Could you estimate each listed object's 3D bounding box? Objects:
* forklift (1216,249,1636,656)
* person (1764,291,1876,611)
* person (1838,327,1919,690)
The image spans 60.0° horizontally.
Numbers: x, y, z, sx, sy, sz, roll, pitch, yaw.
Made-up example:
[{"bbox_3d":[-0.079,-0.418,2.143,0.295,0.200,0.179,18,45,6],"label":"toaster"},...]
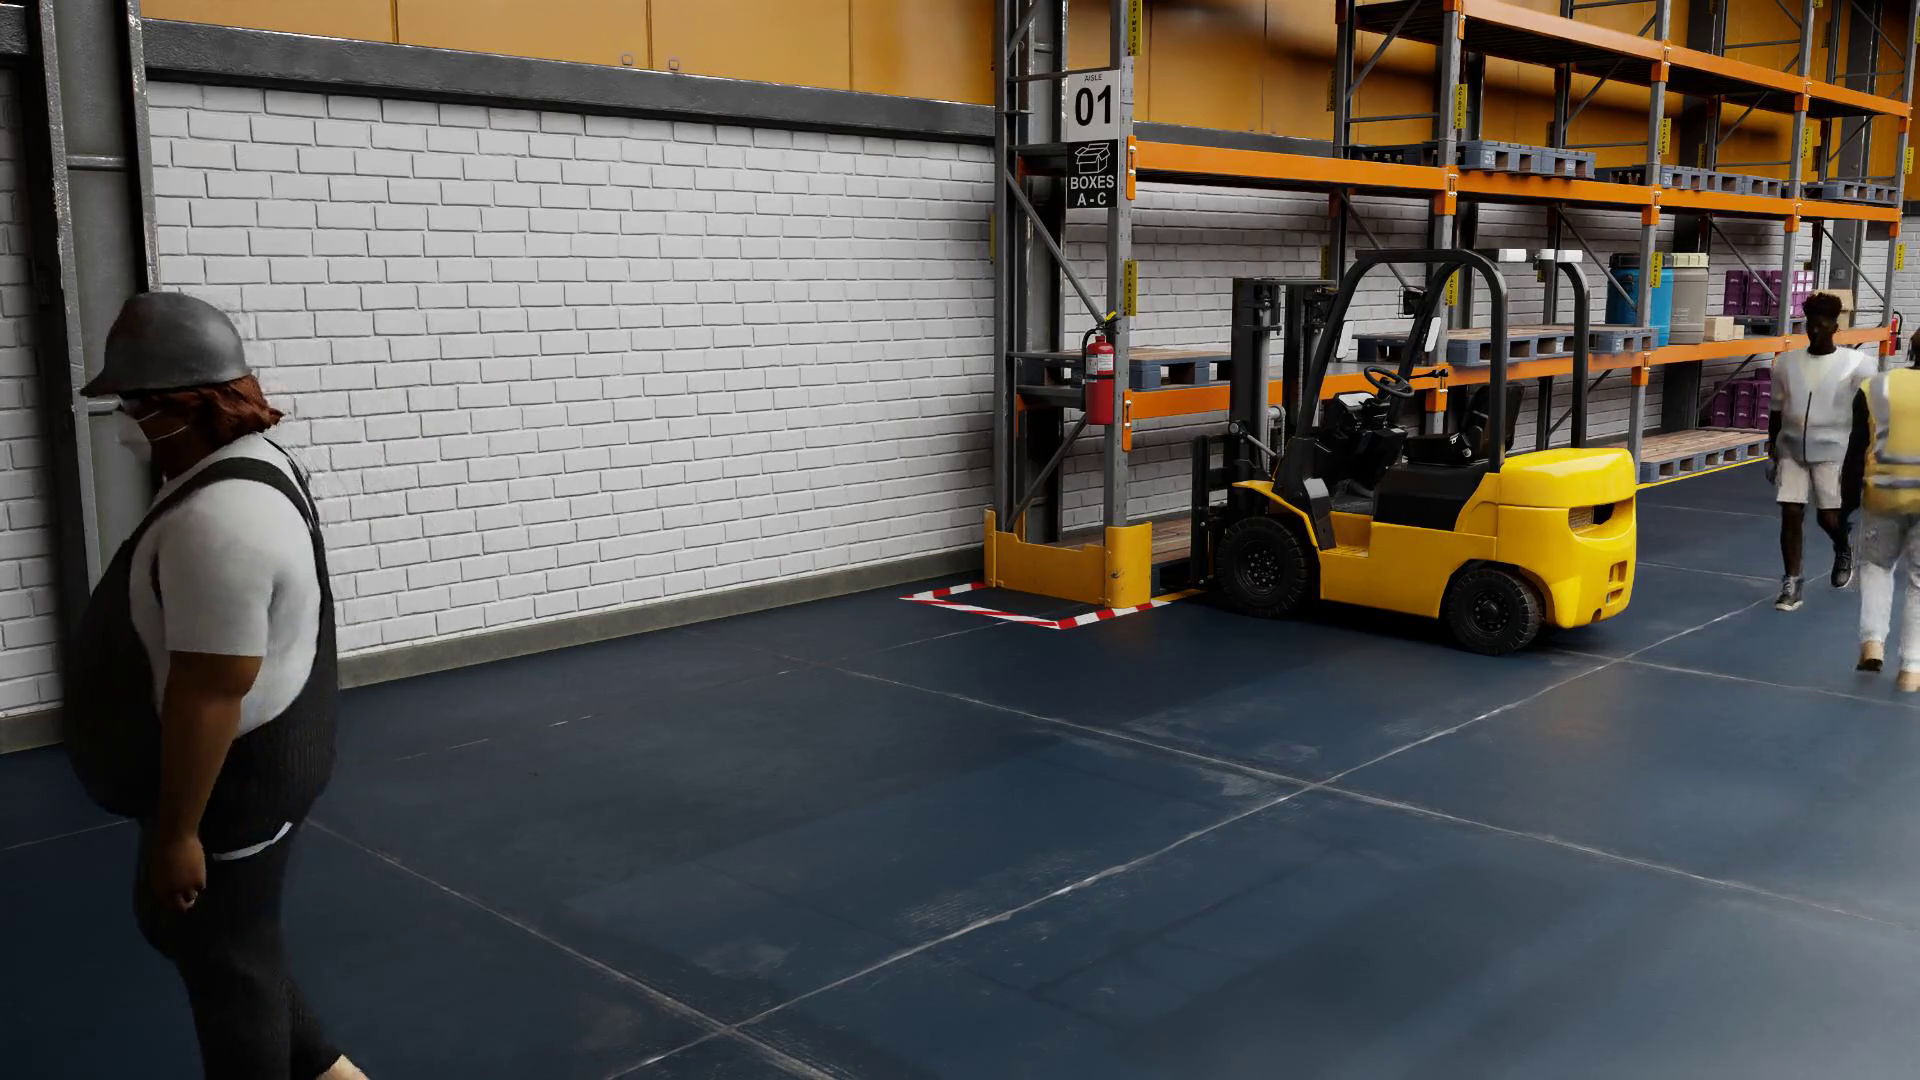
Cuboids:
[{"bbox_3d":[2.710,-0.584,9.626,2.313,2.155,1.214,9,13,43],"label":"forklift"},{"bbox_3d":[5.270,-0.547,10.171,0.686,1.942,0.616,-9,13,-44],"label":"person"},{"bbox_3d":[4.721,-0.171,8.215,0.660,1.825,0.463,6,11,32],"label":"person"}]
